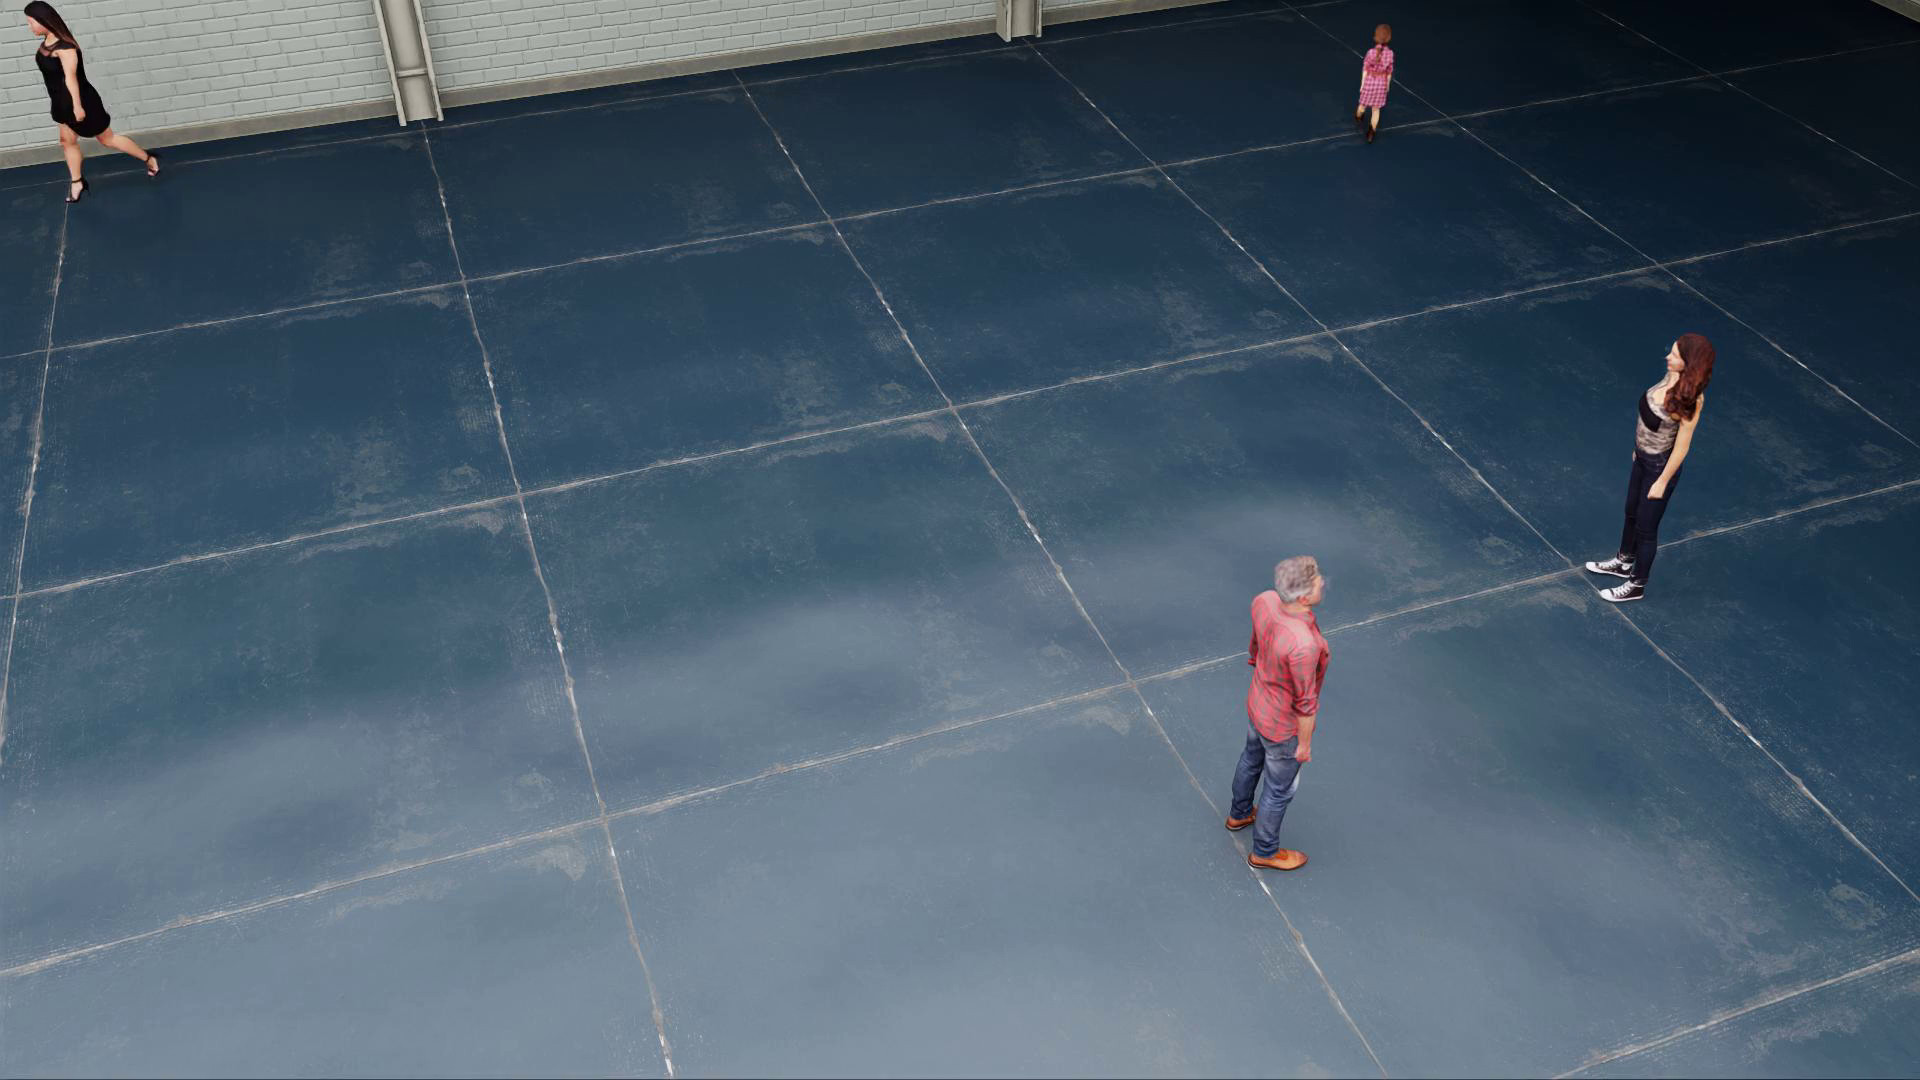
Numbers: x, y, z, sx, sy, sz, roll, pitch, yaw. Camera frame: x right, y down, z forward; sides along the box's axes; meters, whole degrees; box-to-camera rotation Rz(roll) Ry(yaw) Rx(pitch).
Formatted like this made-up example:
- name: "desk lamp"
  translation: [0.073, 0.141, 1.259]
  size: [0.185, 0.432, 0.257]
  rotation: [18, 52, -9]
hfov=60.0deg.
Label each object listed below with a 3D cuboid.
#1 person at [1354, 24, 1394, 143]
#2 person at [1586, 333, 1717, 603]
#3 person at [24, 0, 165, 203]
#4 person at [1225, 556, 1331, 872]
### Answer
- name: "person"
  translation: [3.703, -4.060, 14.844]
  size: [0.715, 0.994, 0.658]
  rotation: [2, 38, 2]
- name: "person"
  translation: [4.006, -0.417, 9.557]
  size: [0.654, 1.770, 0.676]
  rotation: [1, 38, 1]
- name: "person"
  translation: [-7.168, -3.612, 13.717]
  size: [1.169, 1.678, 0.906]
  rotation: [-28, 46, -31]
- name: "person"
  translation: [1.524, 0.811, 7.936]
  size: [0.552, 1.834, 0.690]
  rotation: [-10, 39, -13]
